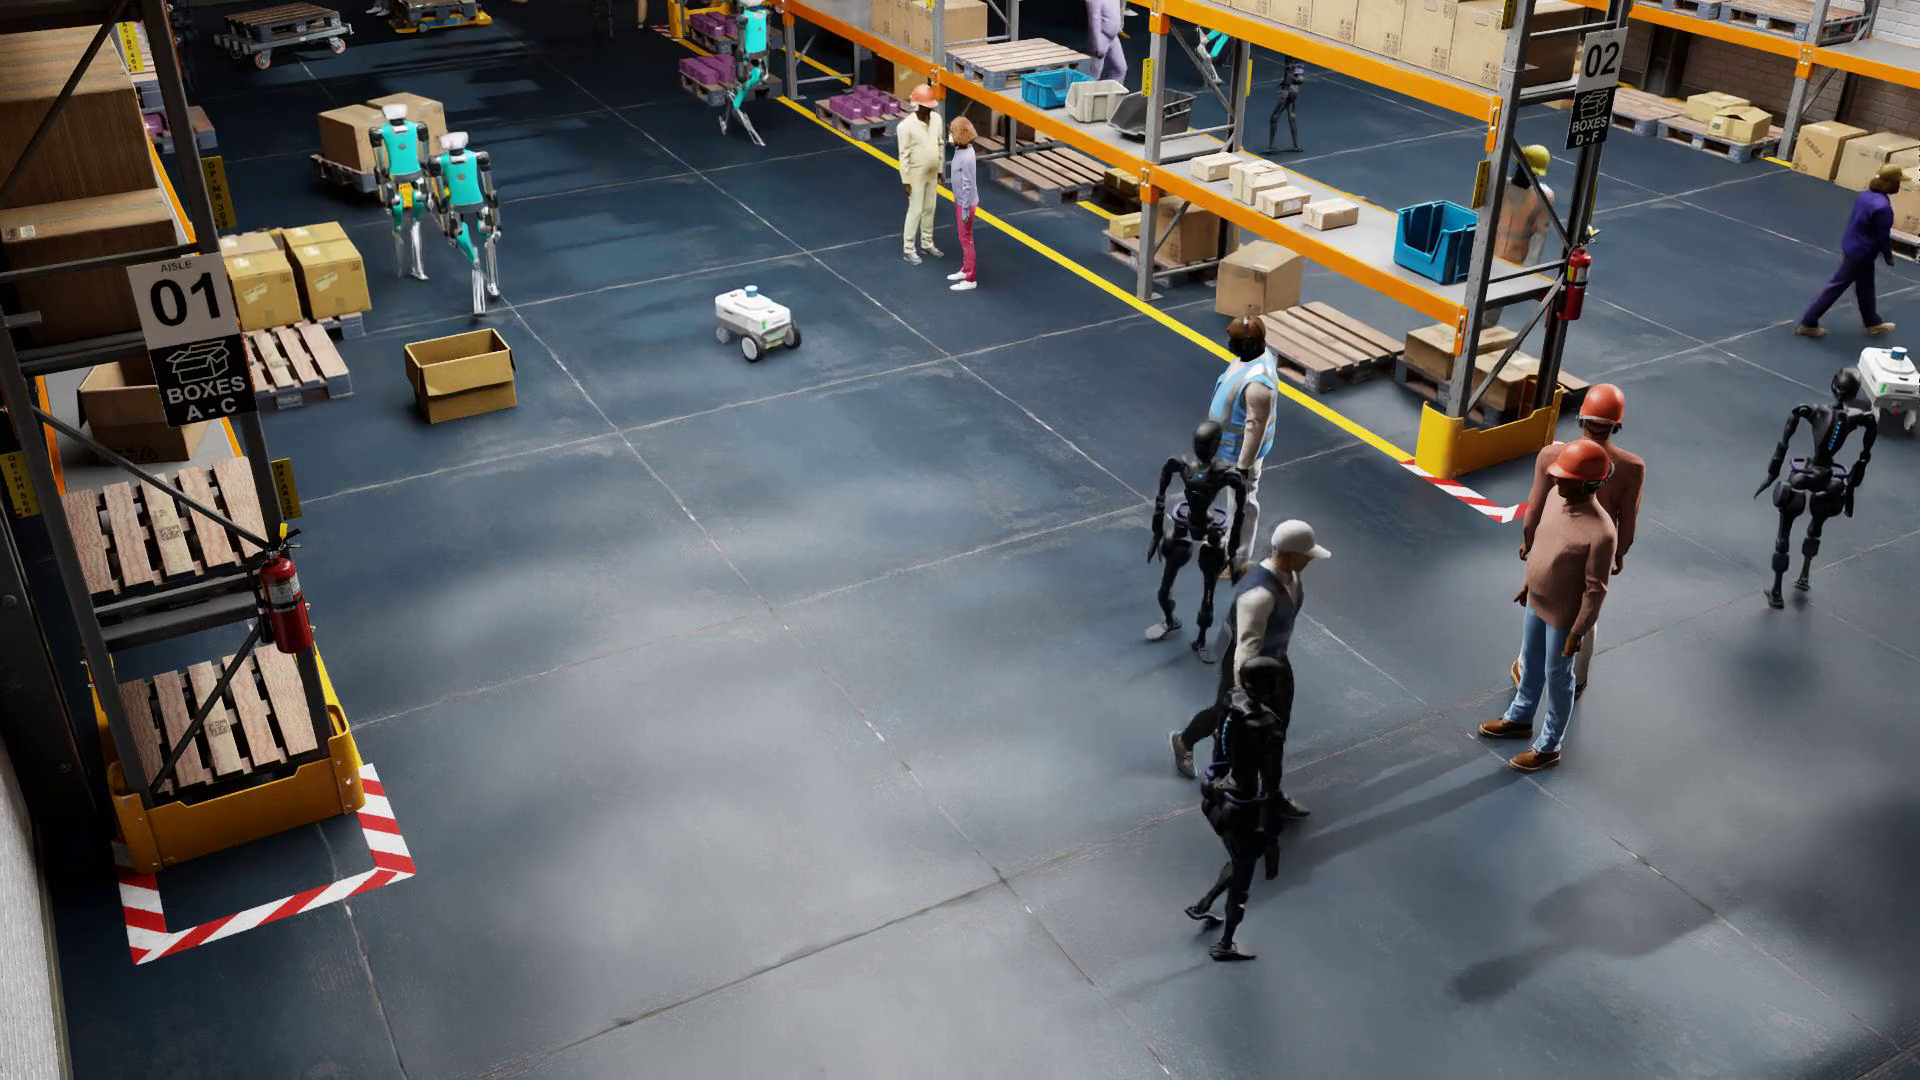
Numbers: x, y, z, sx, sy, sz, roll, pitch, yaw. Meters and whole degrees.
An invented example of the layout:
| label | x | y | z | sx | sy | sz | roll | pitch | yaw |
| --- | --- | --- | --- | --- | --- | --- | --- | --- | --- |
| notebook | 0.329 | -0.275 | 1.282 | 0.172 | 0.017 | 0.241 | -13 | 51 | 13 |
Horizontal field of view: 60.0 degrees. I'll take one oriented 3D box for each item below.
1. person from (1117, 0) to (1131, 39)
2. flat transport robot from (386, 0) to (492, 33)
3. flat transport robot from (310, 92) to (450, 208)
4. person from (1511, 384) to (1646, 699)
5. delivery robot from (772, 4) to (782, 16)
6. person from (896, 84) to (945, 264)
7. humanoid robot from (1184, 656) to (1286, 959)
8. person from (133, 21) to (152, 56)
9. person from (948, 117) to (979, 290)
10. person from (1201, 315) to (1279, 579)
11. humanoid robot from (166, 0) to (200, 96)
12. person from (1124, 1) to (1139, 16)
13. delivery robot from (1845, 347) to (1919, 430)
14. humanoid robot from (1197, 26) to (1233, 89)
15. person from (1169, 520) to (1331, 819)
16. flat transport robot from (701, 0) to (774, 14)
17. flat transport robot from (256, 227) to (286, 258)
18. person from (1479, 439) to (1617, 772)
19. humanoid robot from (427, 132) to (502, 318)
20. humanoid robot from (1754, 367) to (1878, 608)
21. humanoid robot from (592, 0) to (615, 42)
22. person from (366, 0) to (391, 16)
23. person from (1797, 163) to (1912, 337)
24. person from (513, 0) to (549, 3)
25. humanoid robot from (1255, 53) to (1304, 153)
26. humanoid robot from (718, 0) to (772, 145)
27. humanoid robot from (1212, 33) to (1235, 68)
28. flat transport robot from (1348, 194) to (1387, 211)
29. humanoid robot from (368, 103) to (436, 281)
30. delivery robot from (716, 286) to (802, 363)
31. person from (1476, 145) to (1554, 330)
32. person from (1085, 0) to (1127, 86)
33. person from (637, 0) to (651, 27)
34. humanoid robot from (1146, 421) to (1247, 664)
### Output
| label | x | y | z | sx | sy | sz | roll | pitch | yaw |
| --- | --- | --- | --- | --- | --- | --- | --- | --- | --- |
| person | 2.308 | -8.169 | 24.021 | 0.579 | 1.883 | 0.412 | -19 | 35 | -30 |
| flat transport robot | -7.870 | -7.872 | 25.113 | 1.431 | 0.231 | 0.659 | -15 | 33 | -25 |
| flat transport robot | -6.280 | -3.954 | 18.293 | 1.431 | 0.231 | 0.659 | 22 | 37 | 34 |
| person | 3.565 | 0.022 | 9.641 | 0.610 | 1.995 | 0.376 | 9 | 31 | 15 |
| delivery robot | -2.591 | -8.458 | 25.862 | 0.813 | 0.609 | 0.499 | -5 | 30 | -9 |
| person | -0.353 | -3.553 | 16.117 | 0.356 | 1.741 | 0.569 | 24 | 37 | 35 |
| humanoid robot | 1.318 | 1.262 | 7.799 | 0.336 | 1.645 | 0.610 | -11 | 32 | -18 |
| person | -10.611 | -6.708 | 21.440 | 0.643 | 1.922 | 0.499 | 17 | 34 | 27 |
| person | 0.030 | -3.138 | 15.511 | 0.280 | 1.628 | 0.501 | -4 | 30 | -6 |
| person | 1.833 | -0.615 | 10.909 | 0.430 | 1.837 | 0.621 | 1 | 30 | 2 |
| humanoid robot | -10.152 | -6.617 | 21.518 | 0.475 | 1.651 | 0.600 | 15 | 33 | 25 |
| person | 2.395 | -8.923 | 25.387 | 0.709 | 1.816 | 0.543 | 4 | 30 | 7 |
| delivery robot | 7.436 | -1.259 | 13.316 | 0.499 | 0.595 | 0.781 | 6 | 30 | 11 |
| humanoid robot | 3.373 | -6.753 | 21.809 | 0.734 | 1.900 | 0.545 | 3 | 30 | 5 |
| person | 1.538 | 0.644 | 8.844 | 0.841 | 1.703 | 0.745 | 24 | 38 | 35 |
| flat transport robot | -3.310 | -8.358 | 25.959 | 1.431 | 0.231 | 0.659 | -3 | 30 | -5 |
| flat transport robot | -6.482 | -2.753 | 16.202 | 0.659 | 0.231 | 1.431 | -11 | 32 | -18 |
| person | 3.242 | 0.354 | 9.063 | 0.376 | 1.995 | 0.611 | -6 | 30 | -11 |
| humanoid robot | -4.396 | -2.868 | 14.949 | 0.555 | 1.728 | 1.070 | -7 | 31 | -12 |
| humanoid robot | 5.419 | -0.347 | 10.600 | 0.588 | 1.653 | 0.365 | 7 | 31 | 13 |
| humanoid robot | -5.225 | -8.112 | 24.132 | 0.590 | 1.639 | 0.654 | -9 | 31 | -15 |
| person | -9.051 | -8.914 | 25.554 | 0.506 | 1.632 | 0.280 | 26 | 39 | 37 |
| person | 7.856 | -2.494 | 14.433 | 0.827 | 1.574 | 0.438 | 8 | 31 | 13 |
| person | -6.833 | -9.398 | 26.241 | 0.768 | 1.801 | 0.636 | 9 | 31 | 15 |
| humanoid robot | 3.756 | -5.277 | 19.185 | 0.557 | 1.644 | 0.596 | 4 | 30 | 7 |
| humanoid robot | -2.663 | -5.570 | 19.667 | 0.967 | 1.773 | 0.538 | 20 | 36 | 31 |
| humanoid robot | 3.711 | -7.279 | 22.667 | 0.432 | 1.633 | 0.613 | -21 | 36 | -32 |
| flat transport robot | 4.072 | -3.260 | 17.084 | 0.659 | 0.231 | 1.431 | -9 | 31 | -15 |
| humanoid robot | -5.230 | -3.240 | 15.640 | 0.530 | 1.833 | 0.776 | -16 | 33 | -25 |
| delivery robot | -1.789 | -1.915 | 14.436 | 0.766 | 0.575 | 0.499 | 26 | 39 | 38 |
| person | 4.581 | -2.412 | 13.984 | 0.632 | 1.889 | 0.461 | 8 | 31 | 14 |
| person | 1.856 | -6.127 | 20.450 | 0.704 | 1.884 | 0.684 | 18 | 34 | 28 |
| person | -4.806 | -8.675 | 25.073 | 0.564 | 1.691 | 0.936 | 4 | 30 | 7 |
| humanoid robot | 1.434 | -0.009 | 10.020 | 0.589 | 1.643 | 0.424 | 11 | 32 | 19 |
